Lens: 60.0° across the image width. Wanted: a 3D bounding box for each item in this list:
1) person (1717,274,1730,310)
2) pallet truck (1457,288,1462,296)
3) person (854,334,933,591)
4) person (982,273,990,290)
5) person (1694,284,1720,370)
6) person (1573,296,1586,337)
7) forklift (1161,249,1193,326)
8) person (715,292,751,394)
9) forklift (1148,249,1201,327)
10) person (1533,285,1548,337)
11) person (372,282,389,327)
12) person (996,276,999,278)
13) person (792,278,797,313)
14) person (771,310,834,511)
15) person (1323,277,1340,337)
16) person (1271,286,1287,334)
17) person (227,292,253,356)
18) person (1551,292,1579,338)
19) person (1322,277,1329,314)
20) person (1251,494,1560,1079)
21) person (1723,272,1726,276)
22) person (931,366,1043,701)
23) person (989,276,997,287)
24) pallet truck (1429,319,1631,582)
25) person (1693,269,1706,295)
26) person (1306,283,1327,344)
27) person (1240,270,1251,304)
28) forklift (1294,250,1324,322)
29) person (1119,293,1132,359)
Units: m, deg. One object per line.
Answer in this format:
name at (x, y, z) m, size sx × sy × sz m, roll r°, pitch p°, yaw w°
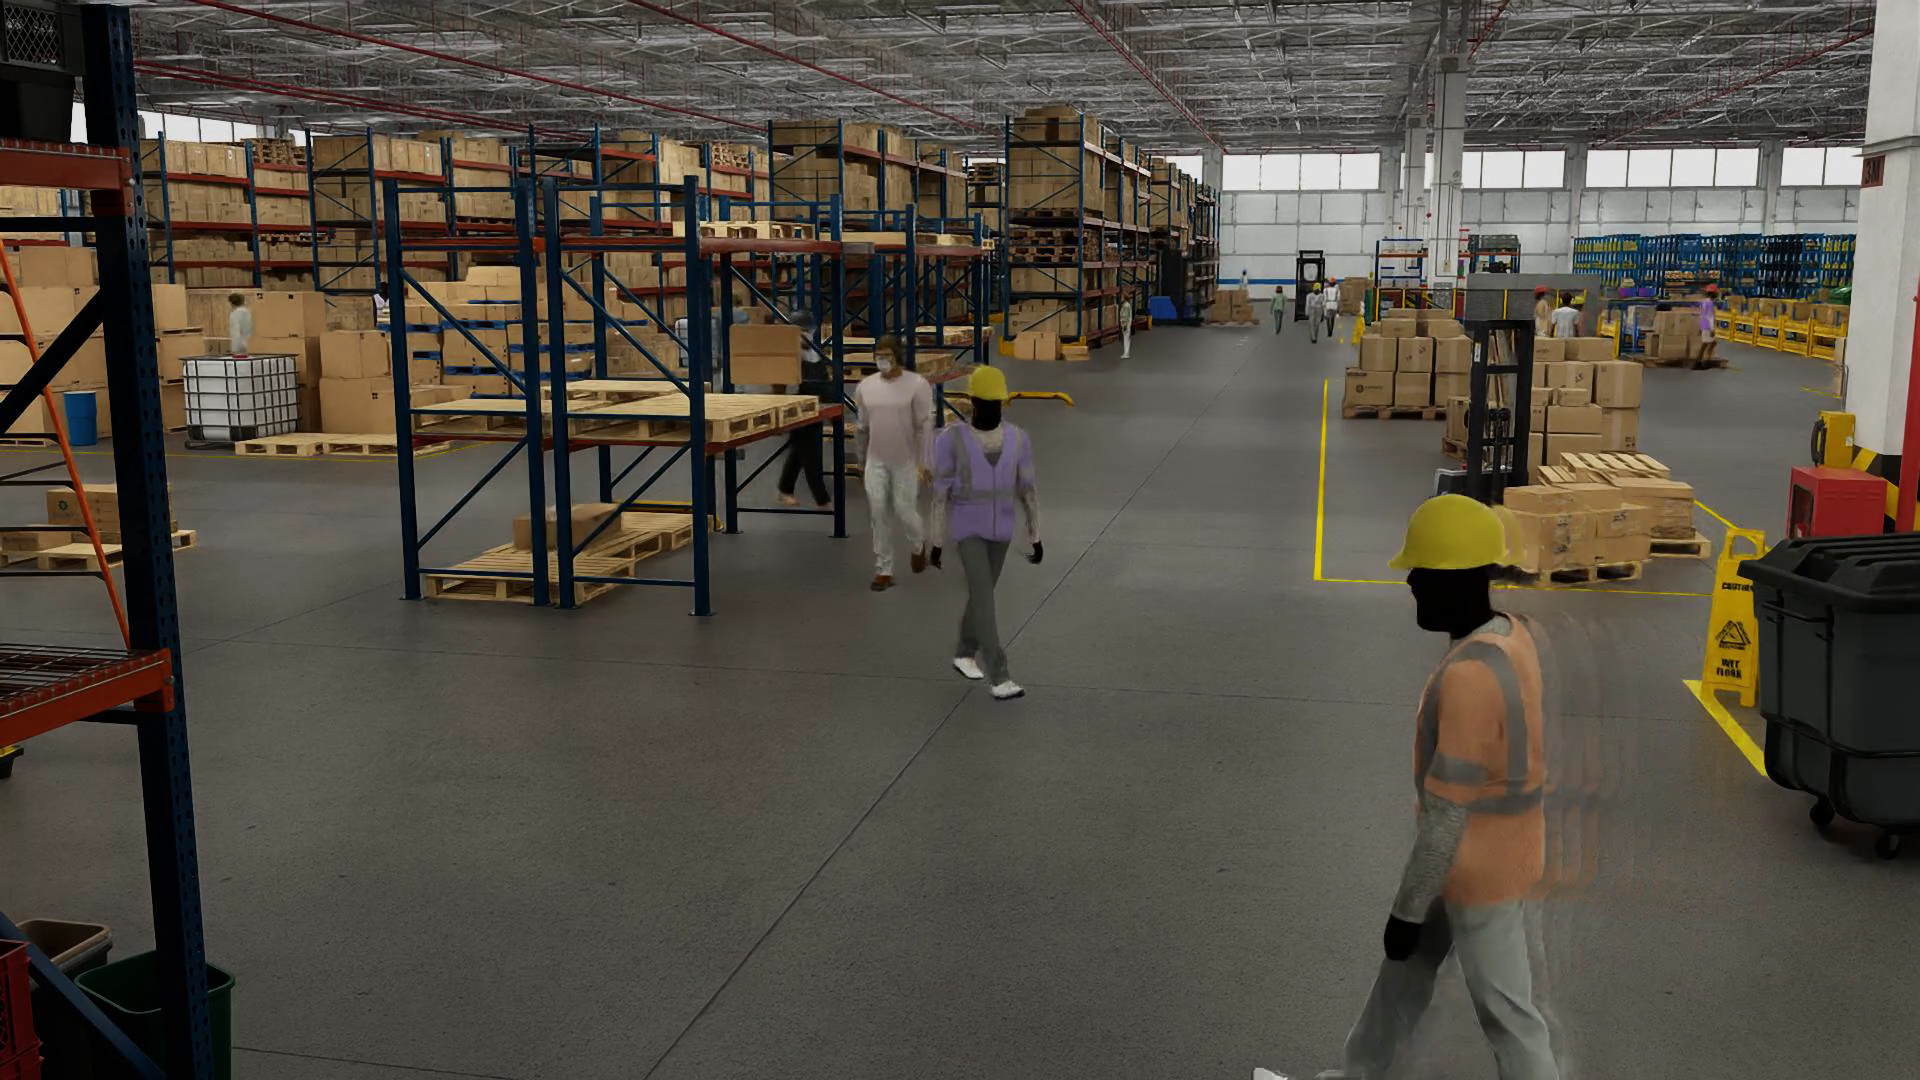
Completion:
person at (37.301, -12.029, 80.684) m, size 0.937 × 1.787 × 0.587 m, roll 1°, pitch 10°, yaw 6°
pallet truck at (20.506, -9.785, 68.819) m, size 0.653 × 1.274 × 1.630 m, roll 2°, pitch 10°, yaw 12°
person at (-0.491, -0.591, 12.542) m, size 0.640 × 1.918 × 0.619 m, roll 4°, pitch 10°, yaw 20°
person at (1.315, -12.983, 86.255) m, size 0.417 × 1.820 × 0.607 m, roll 2°, pitch 10°, yaw 14°
person at (16.731, -4.723, 37.003) m, size 0.682 × 1.916 × 0.579 m, roll 2°, pitch 10°, yaw 13°
person at (12.743, -4.146, 34.200) m, size 0.915 × 1.723 × 0.526 m, roll 3°, pitch 10°, yaw 19°
forklift at (7.646, -9.320, 61.395) m, size 1.873 × 2.768 × 1.129 m, roll 2°, pitch 10°, yaw 11°
person at (-3.956, -3.359, 28.972) m, size 0.627 × 1.925 × 0.650 m, roll 1°, pitch 10°, yaw 8°
forklift at (7.867, -9.227, 60.843) m, size 1.873 × 2.768 × 1.129 m, roll 2°, pitch 10°, yaw 12°
person at (13.100, -4.783, 37.443) m, size 0.941 × 1.903 × 0.553 m, roll 5°, pitch 11°, yaw 27°
person at (-14.509, -5.559, 42.004) m, size 0.587 × 1.911 × 0.397 m, roll -5°, pitch 11°, yaw -27°
person at (2.021, -14.262, 93.828) m, size 0.647 × 1.813 × 0.723 m, roll -1°, pitch 10°, yaw -4°
person at (-6.023, -8.761, 61.267) m, size 0.932 × 1.809 × 0.617 m, roll 3°, pitch 10°, yaw 16°
person at (-1.540, -1.299, 16.380) m, size 1.011 × 2.000 × 0.678 m, roll 6°, pitch 11°, yaw 32°
person at (11.859, -7.448, 53.173) m, size 0.567 × 1.912 × 0.621 m, roll 1°, pitch 10°, yaw 6°
person at (10.597, -7.652, 55.299) m, size 0.507 × 1.605 × 0.795 m, roll 1°, pitch 10°, yaw 6°
person at (-12.290, -3.295, 28.560) m, size 0.527 × 1.921 × 0.626 m, roll 0°, pitch 10°, yaw -3°
person at (11.285, -3.690, 31.055) m, size 0.534 × 1.866 × 0.315 m, roll 5°, pitch 11°, yaw 25°
person at (16.061, -10.789, 73.564) m, size 0.517 × 1.720 × 0.928 m, roll 3°, pitch 10°, yaw 15°
person at (1.201, 0.818, 4.313) m, size 0.959 × 1.876 × 0.607 m, roll 4°, pitch 10°, yaw 22°
person at (38.008, -12.383, 82.611) m, size 0.582 × 1.834 × 0.514 m, roll 0°, pitch 10°, yaw -2°
person at (0.164, -0.057, 9.515) m, size 0.608 × 1.871 × 0.983 m, roll -5°, pitch 11°, yaw -26°
person at (1.847, -13.463, 89.289) m, size 0.563 × 1.742 × 0.338 m, roll 2°, pitch 10°, yaw 10°
pallet truck at (4.543, -0.757, 13.299) m, size 0.823 × 1.965 × 1.885 m, roll -4°, pitch 10°, yaw -22°
person at (35.467, -11.982, 79.777) m, size 0.623 × 1.992 × 0.397 m, roll 0°, pitch 10°, yaw -3°
person at (10.487, -6.676, 48.994) m, size 0.608 × 1.791 × 0.928 m, roll 1°, pitch 10°, yaw 4°
person at (15.641, -13.911, 91.544) m, size 0.582 × 1.878 × 0.933 m, roll -3°, pitch 10°, yaw -18°
forklift at (13.778, -10.002, 65.433) m, size 1.129 × 2.768 × 1.873 m, roll 2°, pitch 10°, yaw 12°
person at (4.127, -5.328, 41.427) m, size 0.307 × 1.639 × 0.525 m, roll 1°, pitch 10°, yaw 4°
